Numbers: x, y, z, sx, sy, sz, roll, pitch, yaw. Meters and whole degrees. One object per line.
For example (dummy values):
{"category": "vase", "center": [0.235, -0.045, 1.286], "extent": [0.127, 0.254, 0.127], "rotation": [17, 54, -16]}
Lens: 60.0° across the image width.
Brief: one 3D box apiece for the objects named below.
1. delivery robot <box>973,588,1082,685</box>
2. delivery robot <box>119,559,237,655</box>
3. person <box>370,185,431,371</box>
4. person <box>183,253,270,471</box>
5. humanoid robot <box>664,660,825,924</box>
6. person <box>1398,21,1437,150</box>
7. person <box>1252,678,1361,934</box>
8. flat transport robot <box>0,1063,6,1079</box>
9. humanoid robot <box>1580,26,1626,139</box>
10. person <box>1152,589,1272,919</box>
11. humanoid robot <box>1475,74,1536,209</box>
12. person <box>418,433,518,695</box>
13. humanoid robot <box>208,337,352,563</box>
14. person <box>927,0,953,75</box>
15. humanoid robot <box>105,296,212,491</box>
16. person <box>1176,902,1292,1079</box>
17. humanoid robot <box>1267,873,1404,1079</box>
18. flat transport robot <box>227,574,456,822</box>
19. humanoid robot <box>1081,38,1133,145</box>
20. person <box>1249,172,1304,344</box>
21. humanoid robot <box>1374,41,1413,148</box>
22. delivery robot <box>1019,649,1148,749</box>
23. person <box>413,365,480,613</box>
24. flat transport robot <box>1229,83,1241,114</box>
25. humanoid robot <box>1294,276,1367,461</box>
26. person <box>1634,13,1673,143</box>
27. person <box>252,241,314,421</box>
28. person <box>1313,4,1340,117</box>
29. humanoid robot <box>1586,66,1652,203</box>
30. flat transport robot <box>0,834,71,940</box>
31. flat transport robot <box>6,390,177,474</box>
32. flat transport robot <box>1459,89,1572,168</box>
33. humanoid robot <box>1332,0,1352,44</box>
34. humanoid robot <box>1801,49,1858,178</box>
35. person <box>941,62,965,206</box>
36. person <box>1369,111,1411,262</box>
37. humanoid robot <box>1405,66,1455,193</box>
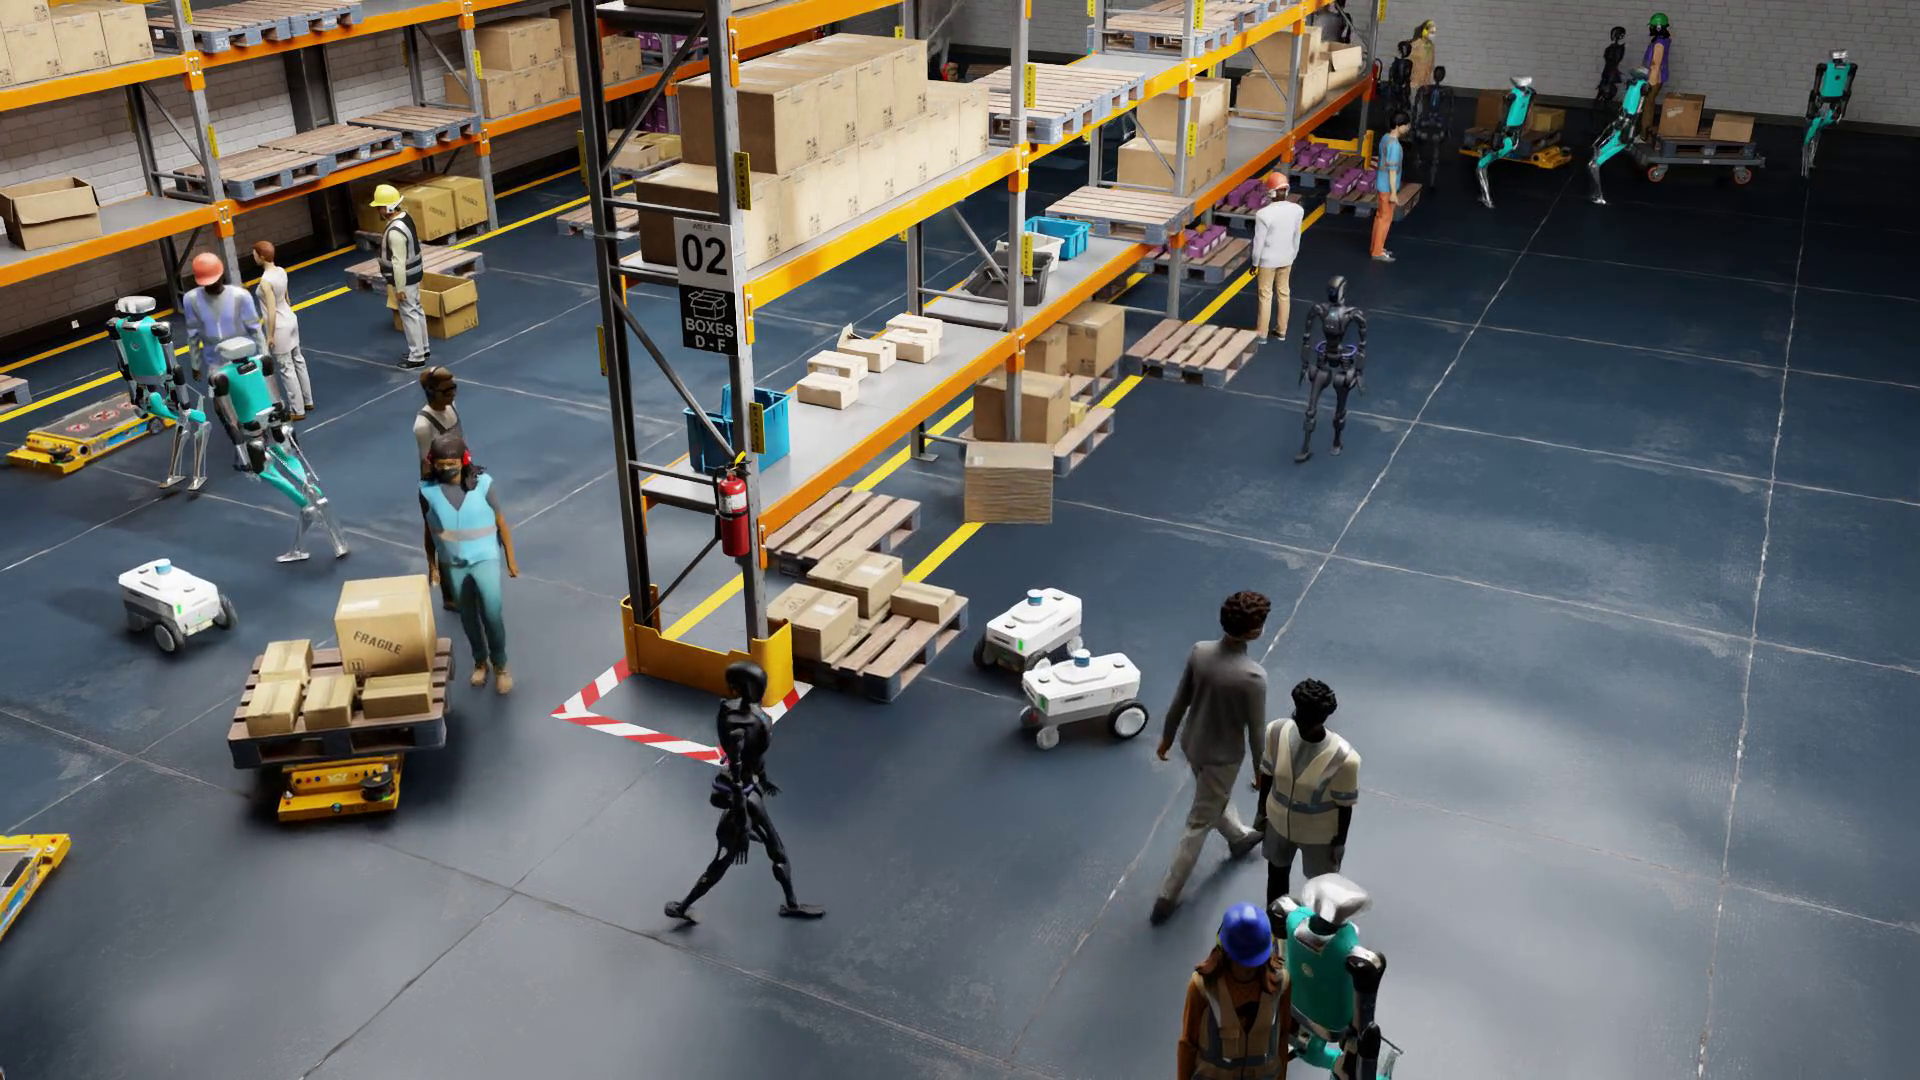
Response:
{"category": "delivery robot", "center": [0.487, 0.635, 11.195], "extent": [0.499, 0.614, 0.818], "rotation": [21, 33, 36]}
{"category": "delivery robot", "center": [-5.488, 0.434, 11.600], "extent": [0.815, 0.614, 0.499], "rotation": [16, 30, 28]}
{"category": "person", "center": [-5.431, -2.558, 16.198], "extent": [0.403, 1.825, 0.589], "rotation": [-4, 27, -7]}
{"category": "person", "center": [-6.130, -1.492, 13.939], "extent": [0.634, 1.906, 0.589], "rotation": [-7, 27, -13]}
{"category": "humanoid robot", "center": [-1.155, 1.321, 8.600], "extent": [0.839, 1.621, 0.591], "rotation": [2, 26, 5]}
{"category": "person", "center": [6.785, -6.680, 24.484], "extent": [0.570, 1.850, 0.651], "rotation": [-18, 32, -32]}
{"category": "person", "center": [1.706, 1.424, 8.301], "extent": [0.535, 1.691, 0.318], "rotation": [21, 33, 36]}
{"category": "flat transport robot", "center": [-4.075, 3.103, 6.509], "extent": [1.431, 0.231, 0.659], "rotation": [-18, 32, -32]}
{"category": "humanoid robot", "center": [9.770, -6.907, 25.142], "extent": [0.399, 1.656, 0.586], "rotation": [3, 26, 6]}
{"category": "person", "center": [1.373, 1.083, 8.818], "extent": [1.013, 1.829, 0.606], "rotation": [-22, 34, -37]}
{"category": "humanoid robot", "center": [6.920, -5.184, 21.604], "extent": [0.571, 1.778, 0.877], "rotation": [-19, 32, -33]}
{"category": "person", "center": [-3.154, 0.149, 10.715], "extent": [0.562, 1.839, 0.516], "rotation": [-3, 26, -6]}
{"category": "humanoid robot", "center": [-4.956, -0.608, 12.344], "extent": [0.882, 1.765, 0.598], "rotation": [13, 29, 24]}
{"category": "person", "center": [-0.373, -9.187, 29.595], "extent": [0.528, 1.813, 0.520], "rotation": [22, 34, 37]}
{"category": "humanoid robot", "center": [-6.377, -1.236, 13.470], "extent": [0.533, 1.677, 0.735], "rotation": [5, 27, 9]}
{"category": "person", "center": [1.090, 2.182, 6.670], "extent": [0.469, 1.778, 0.308], "rotation": [-4, 27, -8]}
{"category": "humanoid robot", "center": [1.622, 2.045, 6.924], "extent": [0.724, 1.734, 0.530], "rotation": [-20, 32, -34]}
{"category": "flat transport robot", "center": [-3.765, 1.231, 10.291], "extent": [0.659, 0.231, 1.431], "rotation": [-5, 27, -10]}
{"category": "humanoid robot", "center": [2.302, -6.786, 24.848], "extent": [0.956, 1.772, 0.547], "rotation": [-4, 27, -9]}
{"category": "person", "center": [3.184, -2.863, 16.896], "extent": [0.559, 1.743, 0.332], "rotation": [-12, 29, -23]}
{"category": "humanoid robot", "center": [6.268, -6.403, 24.127], "extent": [0.589, 1.638, 0.524], "rotation": [-23, 35, -39]}
{"category": "delivery robot", "center": [0.785, 0.976, 10.504], "extent": [0.805, 0.612, 0.499], "rotation": [-10, 28, -19]}
{"category": "person", "center": [-3.612, -0.366, 11.753], "extent": [0.348, 1.838, 0.517], "rotation": [3, 27, 6]}
{"category": "flat transport robot", "center": [4.516, -6.128, 25.156], "extent": [1.431, 0.231, 0.659], "rotation": [10, 28, 19]}
{"category": "humanoid robot", "center": [3.164, -1.447, 14.134], "extent": [0.608, 1.634, 0.681], "rotation": [14, 30, 26]}
{"category": "person", "center": [10.303, -6.851, 24.758], "extent": [0.435, 1.923, 0.539], "rotation": [9, 28, 17]}
{"category": "person", "center": [-6.144, -1.890, 15.026], "extent": [0.273, 1.657, 0.464], "rotation": [1, 26, 2]}
{"category": "person", "center": [5.739, -7.729, 26.606], "extent": [0.970, 1.856, 0.641], "rotation": [16, 31, 29]}
{"category": "humanoid robot", "center": [8.555, -5.314, 21.846], "extent": [0.780, 1.757, 0.536], "rotation": [-2, 26, -3]}
{"category": "flat transport robot", "center": [-5.341, 1.985, 8.768], "extent": [0.659, 0.231, 1.431], "rotation": [-1, 26, -2]}
{"category": "flat transport robot", "center": [-7.622, -0.975, 14.747], "extent": [0.659, 0.231, 1.431], "rotation": [10, 28, 19]}
{"category": "flat transport robot", "center": [8.080, -5.656, 24.204], "extent": [1.431, 0.231, 0.659], "rotation": [21, 33, 36]}
{"category": "humanoid robot", "center": [6.285, -8.272, 27.927], "extent": [0.593, 1.629, 0.704], "rotation": [-14, 30, -27]}
{"category": "humanoid robot", "center": [12.004, -5.962, 23.202], "extent": [0.542, 1.801, 0.827], "rotation": [2, 26, 4]}
{"category": "person", "center": [-0.164, -5.299, 21.705], "extent": [0.388, 1.845, 0.565], "rotation": [13, 29, 24]}
{"category": "person", "center": [5.026, -4.133, 19.450], "extent": [0.344, 1.758, 0.504], "rotation": [1, 26, 2]}
{"category": "humanoid robot", "center": [6.331, -5.539, 22.439], "extent": [0.597, 1.650, 0.688], "rotation": [7, 27, 14]}
